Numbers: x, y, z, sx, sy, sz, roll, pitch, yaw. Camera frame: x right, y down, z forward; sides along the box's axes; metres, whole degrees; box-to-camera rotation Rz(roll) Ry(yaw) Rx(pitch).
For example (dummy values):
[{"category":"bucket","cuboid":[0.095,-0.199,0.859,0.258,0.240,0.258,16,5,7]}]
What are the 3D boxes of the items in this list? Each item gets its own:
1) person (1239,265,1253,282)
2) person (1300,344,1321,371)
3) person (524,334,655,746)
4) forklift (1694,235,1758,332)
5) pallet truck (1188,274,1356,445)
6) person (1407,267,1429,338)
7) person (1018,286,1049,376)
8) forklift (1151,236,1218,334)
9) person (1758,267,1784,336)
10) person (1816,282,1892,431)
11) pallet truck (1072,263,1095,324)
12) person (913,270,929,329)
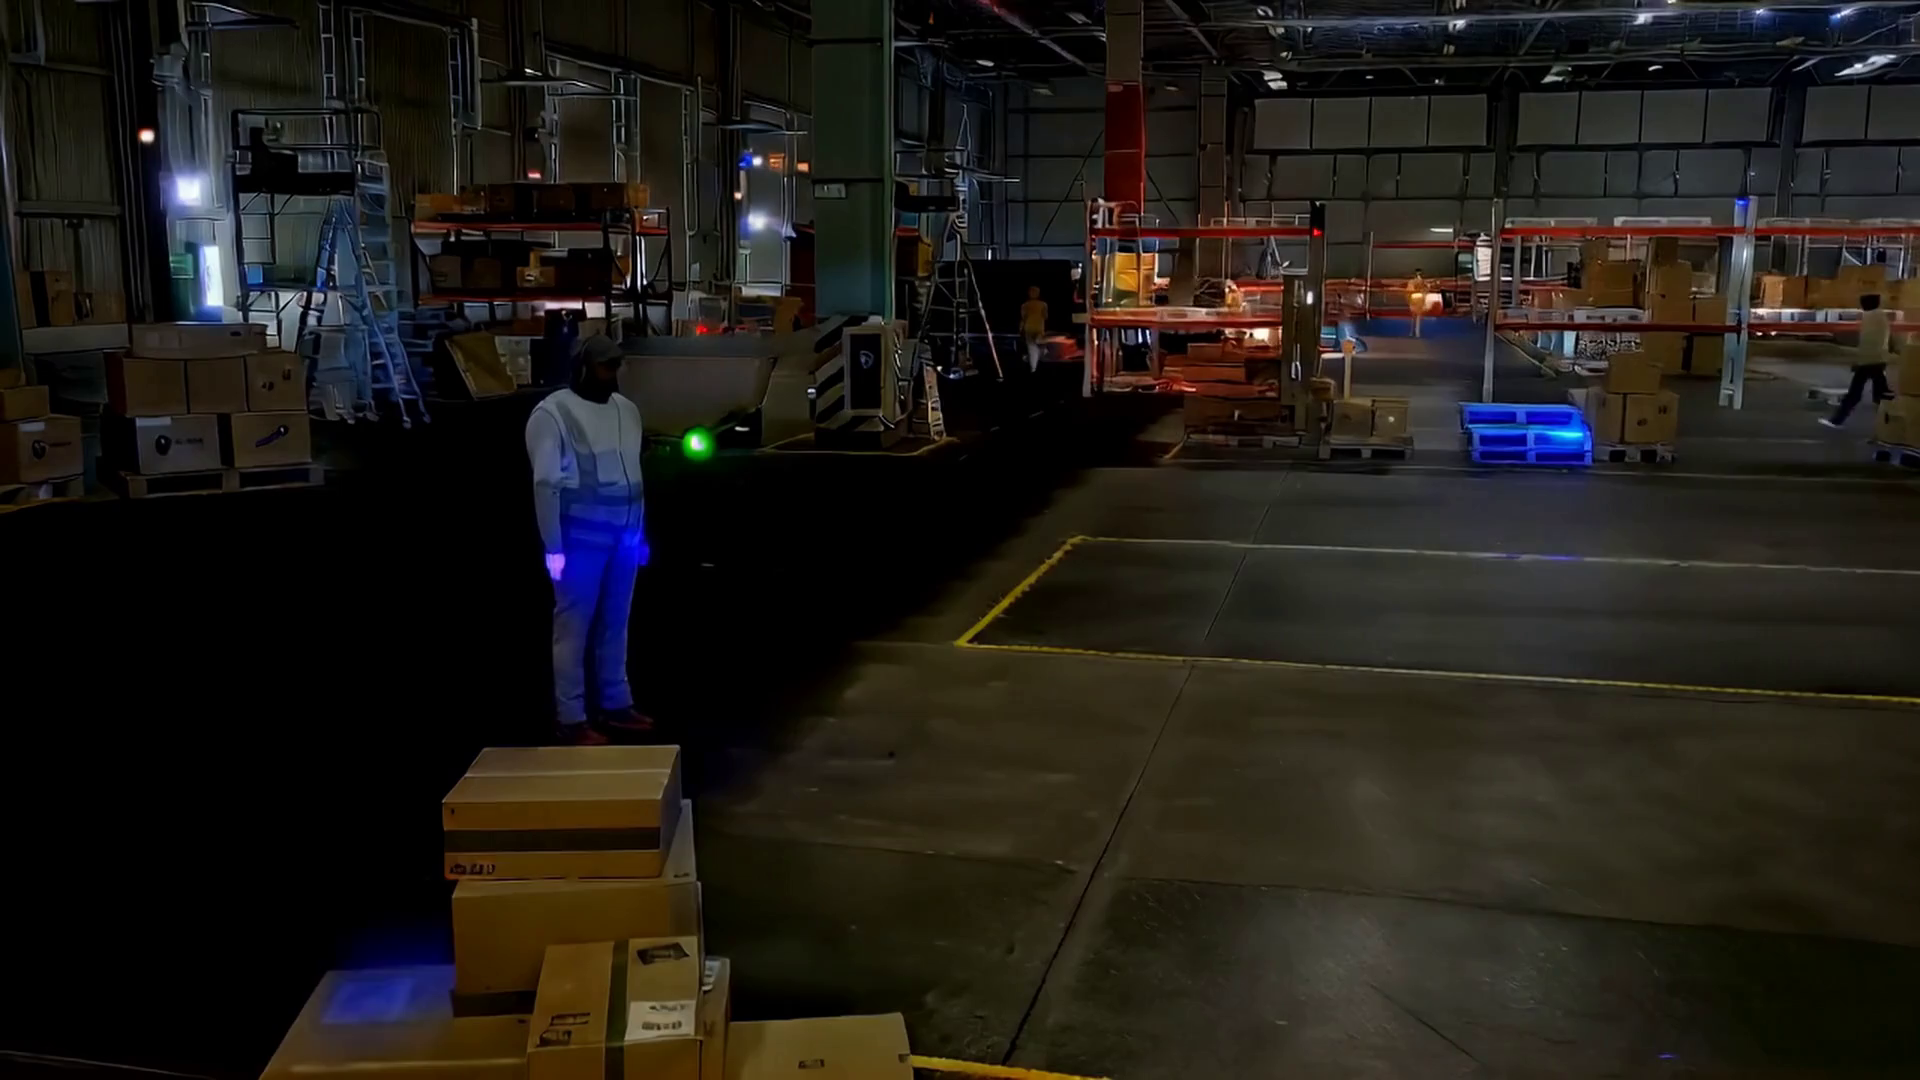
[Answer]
[{"category":"person","cuboid":[10.683,-9.320,62.122,0.640,1.922,0.446,9,13,43]},{"category":"person","cuboid":[6.776,-4.111,31.980,0.486,1.737,0.322,-8,13,-40]},{"category":"person","cuboid":[-1.628,-0.001,7.482,0.429,1.840,0.624,6,12,33]},{"category":"forklift","cuboid":[22.353,-7.522,48.695,1.873,2.768,1.129,2,10,14]},{"category":"pallet truck","cuboid":[3.653,-2.138,19.590,1.885,1.965,0.823,-4,10,-20]},{"category":"person","cuboid":[12.472,-6.467,45.305,0.554,1.918,0.437,-1,10,-6]},{"category":"person","cuboid":[1.343,-3.876,30.822,0.547,1.651,0.860,-3,10,-17]},{"category":"forklift","cuboid":[6.373,-7.202,46.811,1.873,2.768,1.129,0,10,-1]},{"category":"person","cuboid":[22.632,-6.670,46.448,0.628,1.939,0.373,1,10,7]},{"category":"person","cuboid":[11.211,-2.231,20.515,1.049,1.870,0.603,8,13,39]},{"category":"pallet truck","cuboid":[4.325,-8.180,55.162,0.823,1.965,1.885,6,11,31]},{"category":"person","cuboid":[-1.159,-7.384,50.685,0.544,1.929,0.399,-6,11,-32]}]
